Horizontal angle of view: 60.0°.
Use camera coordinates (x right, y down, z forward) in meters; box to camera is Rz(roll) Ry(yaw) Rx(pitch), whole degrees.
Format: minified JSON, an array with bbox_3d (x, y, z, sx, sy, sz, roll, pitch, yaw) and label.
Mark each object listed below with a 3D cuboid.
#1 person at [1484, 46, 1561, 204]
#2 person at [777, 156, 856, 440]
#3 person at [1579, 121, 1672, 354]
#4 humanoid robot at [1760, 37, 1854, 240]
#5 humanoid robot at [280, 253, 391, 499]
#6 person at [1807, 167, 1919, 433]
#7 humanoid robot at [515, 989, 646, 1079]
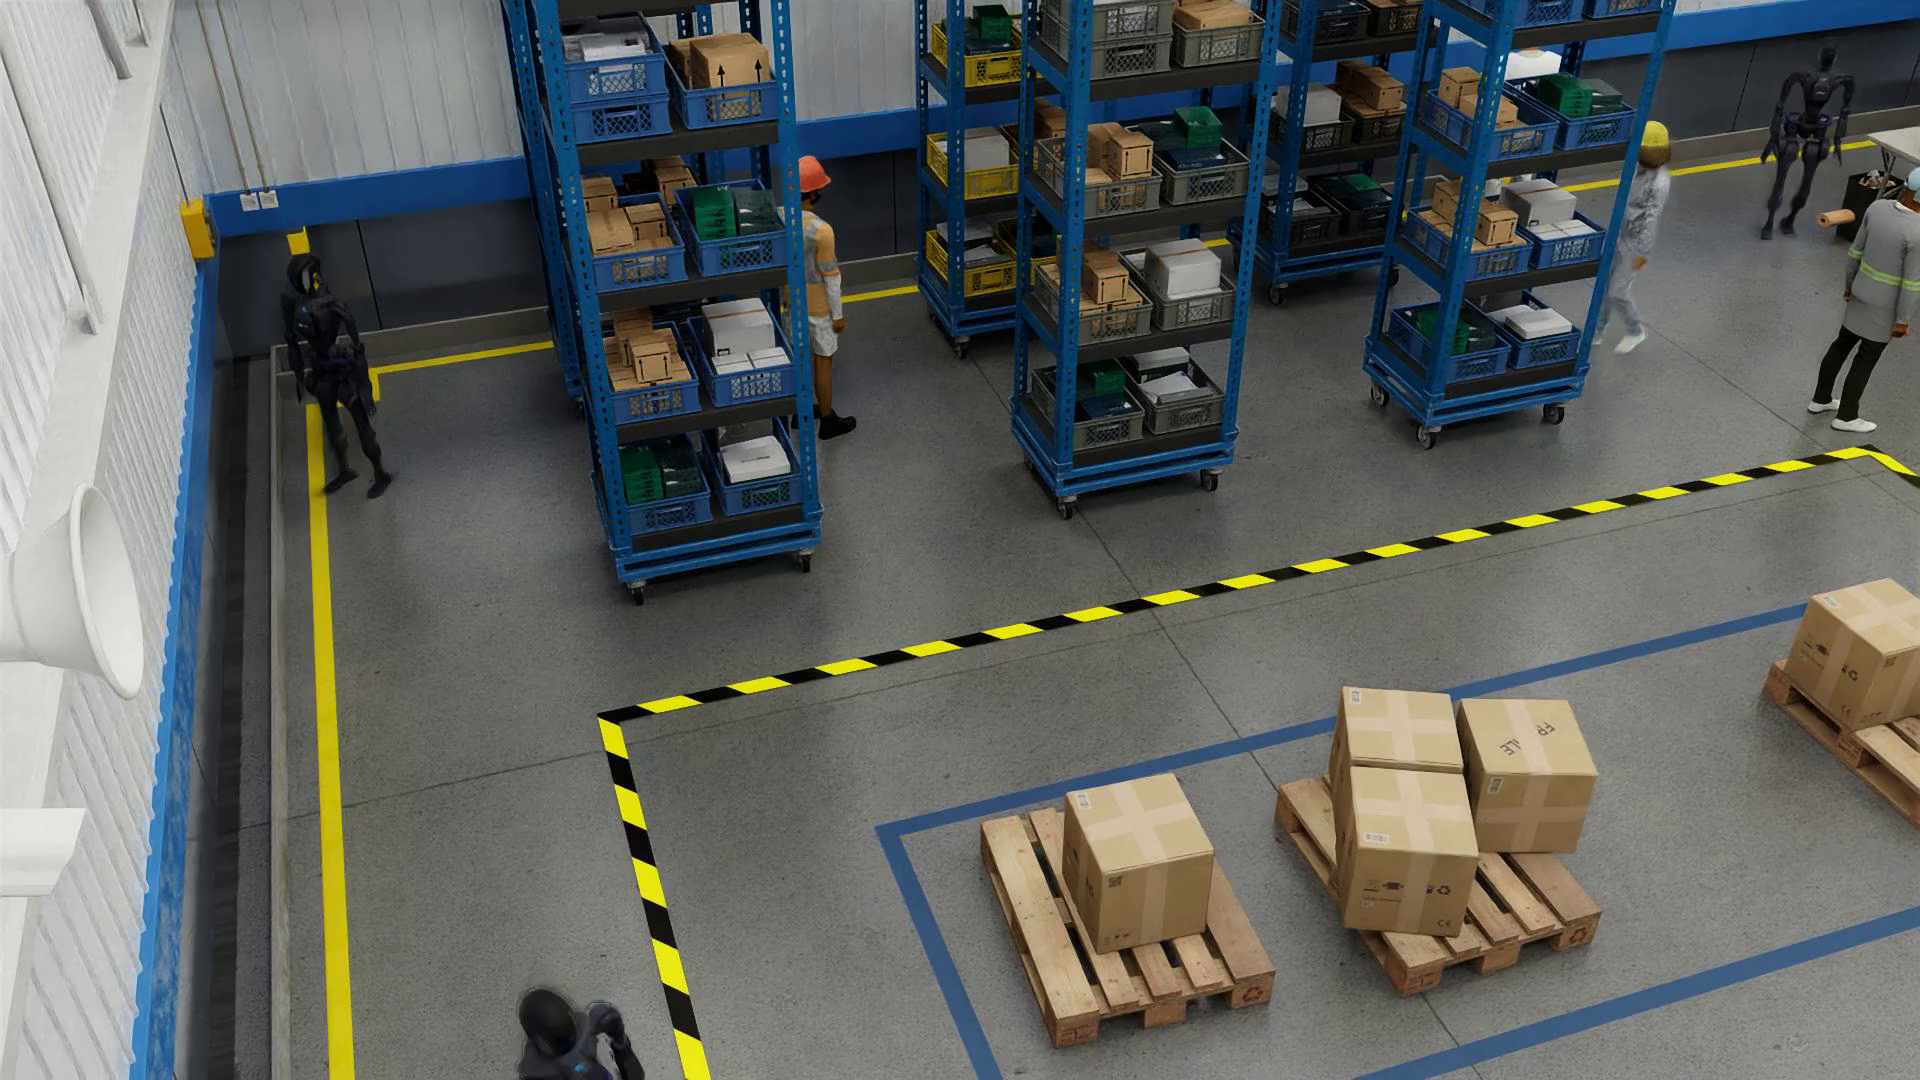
[{"bbox_3d":[4.460,-3.287,13.355,0.562,1.837,0.391,-2,35,-3],"label":"person"},{"bbox_3d":[-0.964,-1.567,10.829,0.542,1.939,0.359,25,42,31],"label":"person"},{"bbox_3d":[4.729,-2.122,11.792,0.440,1.733,0.523,-2,35,-3],"label":"person"},{"bbox_3d":[6.839,-3.233,13.434,0.606,1.654,0.395,10,36,13],"label":"humanoid robot"},{"bbox_3d":[-3.855,-1.005,10.254,0.590,1.658,0.337,11,37,15],"label":"humanoid robot"},{"bbox_3d":[6.061,-1.589,10.936,0.388,1.849,0.597,-8,36,-11],"label":"person"},{"bbox_3d":[-1.392,2.060,5.956,0.620,1.647,0.533,-29,45,-35],"label":"humanoid robot"}]
